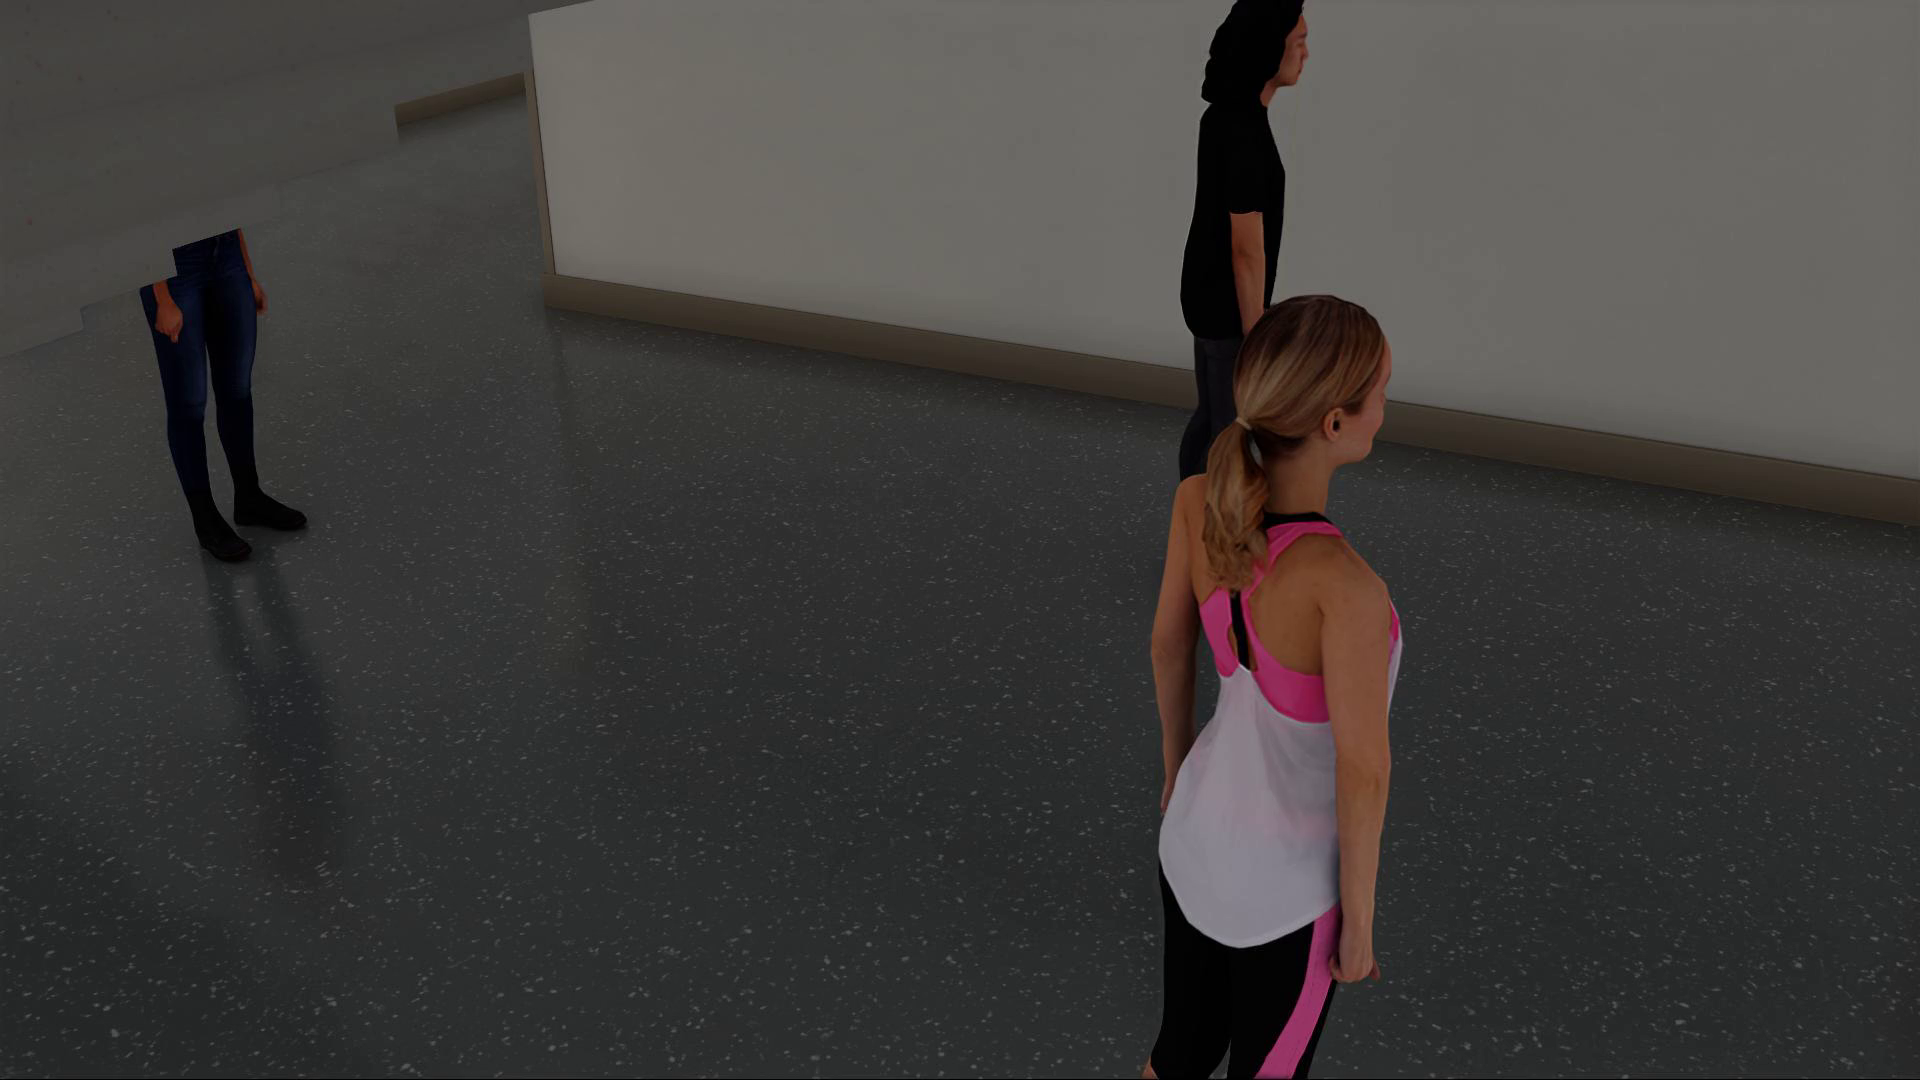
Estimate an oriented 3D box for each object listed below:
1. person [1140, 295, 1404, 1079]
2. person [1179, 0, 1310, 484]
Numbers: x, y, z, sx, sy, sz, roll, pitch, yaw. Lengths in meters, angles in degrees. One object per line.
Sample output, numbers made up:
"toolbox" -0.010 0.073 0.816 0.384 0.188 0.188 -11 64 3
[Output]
"person" 0.429 0.499 2.491 0.751 1.786 0.651 -14 29 -27
"person" 0.783 -0.706 4.931 0.697 1.826 0.711 -2 26 -3
